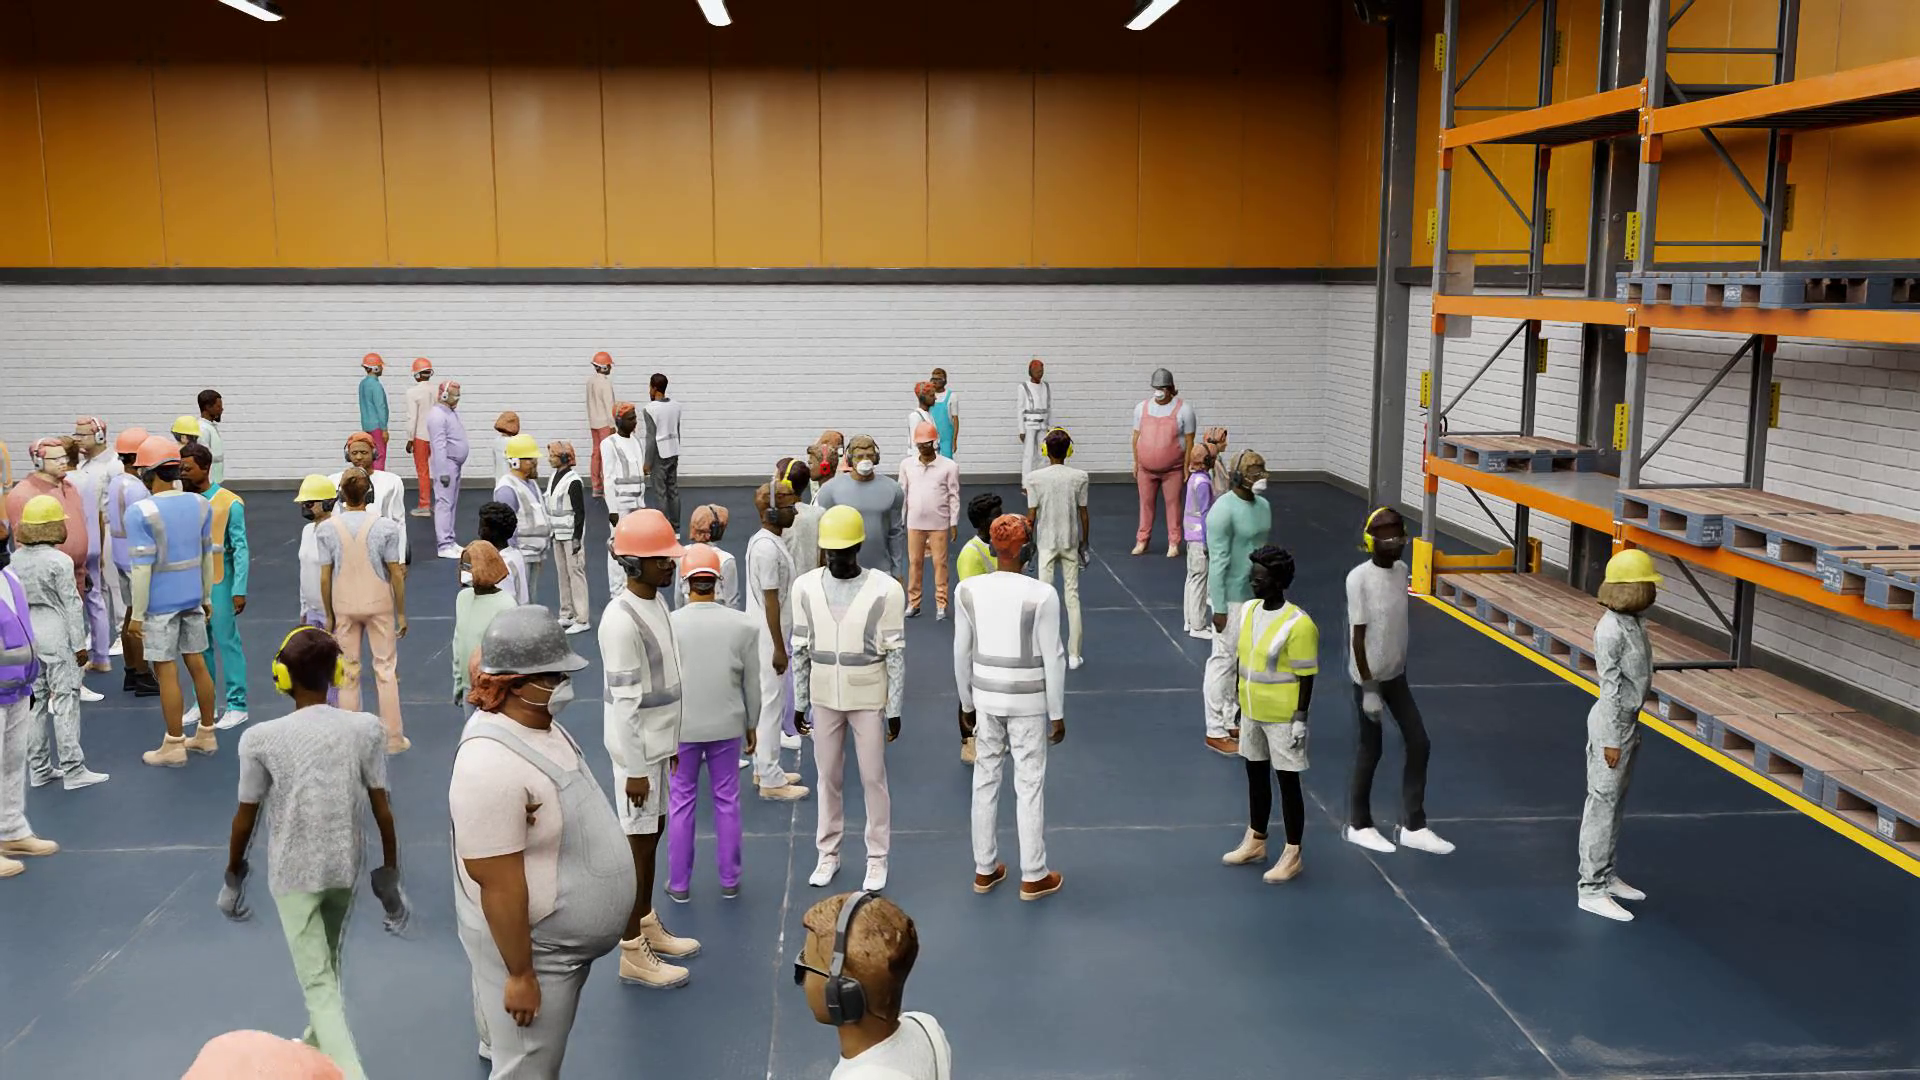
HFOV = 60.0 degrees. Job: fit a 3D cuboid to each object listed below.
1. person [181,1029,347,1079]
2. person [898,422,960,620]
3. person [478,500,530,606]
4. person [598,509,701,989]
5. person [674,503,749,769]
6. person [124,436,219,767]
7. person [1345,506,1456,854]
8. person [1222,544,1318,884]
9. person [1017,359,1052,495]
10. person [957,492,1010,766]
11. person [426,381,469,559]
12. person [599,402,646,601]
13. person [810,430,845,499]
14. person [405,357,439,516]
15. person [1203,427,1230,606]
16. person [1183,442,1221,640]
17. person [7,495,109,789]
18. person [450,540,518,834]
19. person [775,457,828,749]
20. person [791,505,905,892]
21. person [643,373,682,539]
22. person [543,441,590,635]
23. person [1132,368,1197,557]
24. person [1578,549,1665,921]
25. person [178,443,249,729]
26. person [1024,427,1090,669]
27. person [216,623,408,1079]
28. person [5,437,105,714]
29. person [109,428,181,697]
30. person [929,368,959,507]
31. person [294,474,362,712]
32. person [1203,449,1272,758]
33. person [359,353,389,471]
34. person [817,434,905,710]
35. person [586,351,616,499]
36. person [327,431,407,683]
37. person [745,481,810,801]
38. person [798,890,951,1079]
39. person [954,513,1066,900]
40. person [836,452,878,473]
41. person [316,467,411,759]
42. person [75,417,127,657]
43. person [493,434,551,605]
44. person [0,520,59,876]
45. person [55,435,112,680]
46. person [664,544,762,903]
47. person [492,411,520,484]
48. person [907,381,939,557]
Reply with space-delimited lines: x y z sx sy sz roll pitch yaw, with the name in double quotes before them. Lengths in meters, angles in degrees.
"person" -0.878 1.656 2.295 0.475 2.026 0.614 6 11 31
"person" -0.288 -0.166 14.599 0.575 1.749 0.334 2 9 14
"person" -2.703 0.610 9.901 0.318 1.695 0.539 -1 9 -7
"person" -1.324 0.879 7.133 0.378 2.044 0.607 0 9 1
"person" -1.534 0.596 10.173 0.523 1.638 0.310 7 12 38
"person" -4.890 0.378 10.276 0.377 2.041 0.616 4 10 21
"person" 2.274 0.753 8.573 0.547 1.839 0.687 -7 12 -39
"person" 1.554 0.862 8.321 0.318 1.695 0.539 -5 11 -31
"person" 1.028 -1.540 22.857 0.584 1.877 0.356 -7 12 -38
"person" 0.147 0.545 10.312 0.321 1.697 0.530 3 10 18
"person" -5.475 -0.758 17.863 0.403 1.902 0.637 -1 9 -5
"person" -3.032 -0.313 15.123 0.355 1.882 0.575 3 10 18
"person" -1.190 -0.190 15.162 0.278 1.628 0.504 5 10 29
"person" -6.728 -1.300 20.961 0.382 1.993 0.622 6 11 31
"person" 2.322 -0.220 15.294 0.307 1.641 0.514 3 9 16
"person" 2.018 0.002 13.888 0.306 1.643 0.521 0 9 -1
"person" -5.348 0.602 9.813 0.487 1.744 0.297 3 9 17
"person" -2.523 0.808 8.860 0.499 1.633 0.286 7 11 36
"person" -1.062 0.400 10.669 0.328 1.877 0.510 9 12 43
"person" -0.558 0.775 8.182 0.586 1.920 0.397 2 9 15
"person" -3.381 -0.934 18.906 0.391 1.919 0.590 4 10 26
"person" -3.328 -0.023 14.062 0.311 1.638 0.521 -7 11 -38
"person" 2.162 -0.830 17.873 0.682 2.000 0.536 4 10 23
"person" 3.140 0.906 7.893 0.289 1.746 0.487 6 11 32
"person" -5.029 0.303 11.138 0.598 1.917 0.375 3 9 18
"person" 0.742 0.067 12.770 0.516 1.873 0.329 -1 9 -4
"person" -2.267 1.201 5.860 1.020 1.816 0.521 8 12 43
"person" -6.271 0.239 11.573 0.406 1.911 0.639 1 9 6
"person" -5.899 0.156 12.001 0.369 1.935 0.552 -8 12 -41
"person" -0.257 -1.287 21.350 0.506 1.846 0.350 4 10 26
"person" -4.052 0.460 10.629 0.524 1.769 0.315 7 11 37
"person" 1.775 0.386 10.553 0.371 1.939 0.629 7 12 38
"person" -7.799 -1.501 22.220 0.375 1.997 0.611 -8 12 -42
"person" -0.675 0.230 11.531 0.627 1.940 0.372 -3 10 -20
"person" -4.841 -1.560 22.593 0.378 1.995 0.609 -8 12 -41
"person" -4.379 0.141 12.268 0.572 1.883 0.356 -3 10 -19
"person" -1.072 0.579 9.634 0.343 1.847 0.506 -2 9 -12
"person" -0.181 1.585 3.315 0.332 1.844 0.516 3 9 15
"person" 0.249 0.807 8.086 0.573 1.883 0.354 5 10 27
"person" -0.748 0.192 12.350 0.325 1.752 0.559 -1 9 -4
"person" -3.715 0.462 10.373 0.506 1.846 0.346 -1 9 -8
"person" -6.873 -0.029 13.262 0.642 1.909 0.408 4 10 23
"person" -3.313 0.106 12.642 0.404 1.833 0.591 1 9 4
"person" -4.899 0.782 8.423 0.430 1.832 0.632 0 9 -2
"person" -6.631 0.133 12.482 0.357 1.836 0.511 3 10 18
"person" -1.247 0.883 8.058 0.575 1.742 0.356 -3 10 -19
"person" -4.640 -0.515 17.171 0.289 1.632 0.497 -9 12 -43
"person" -0.391 -0.771 17.992 0.353 1.883 0.573 2 9 12
